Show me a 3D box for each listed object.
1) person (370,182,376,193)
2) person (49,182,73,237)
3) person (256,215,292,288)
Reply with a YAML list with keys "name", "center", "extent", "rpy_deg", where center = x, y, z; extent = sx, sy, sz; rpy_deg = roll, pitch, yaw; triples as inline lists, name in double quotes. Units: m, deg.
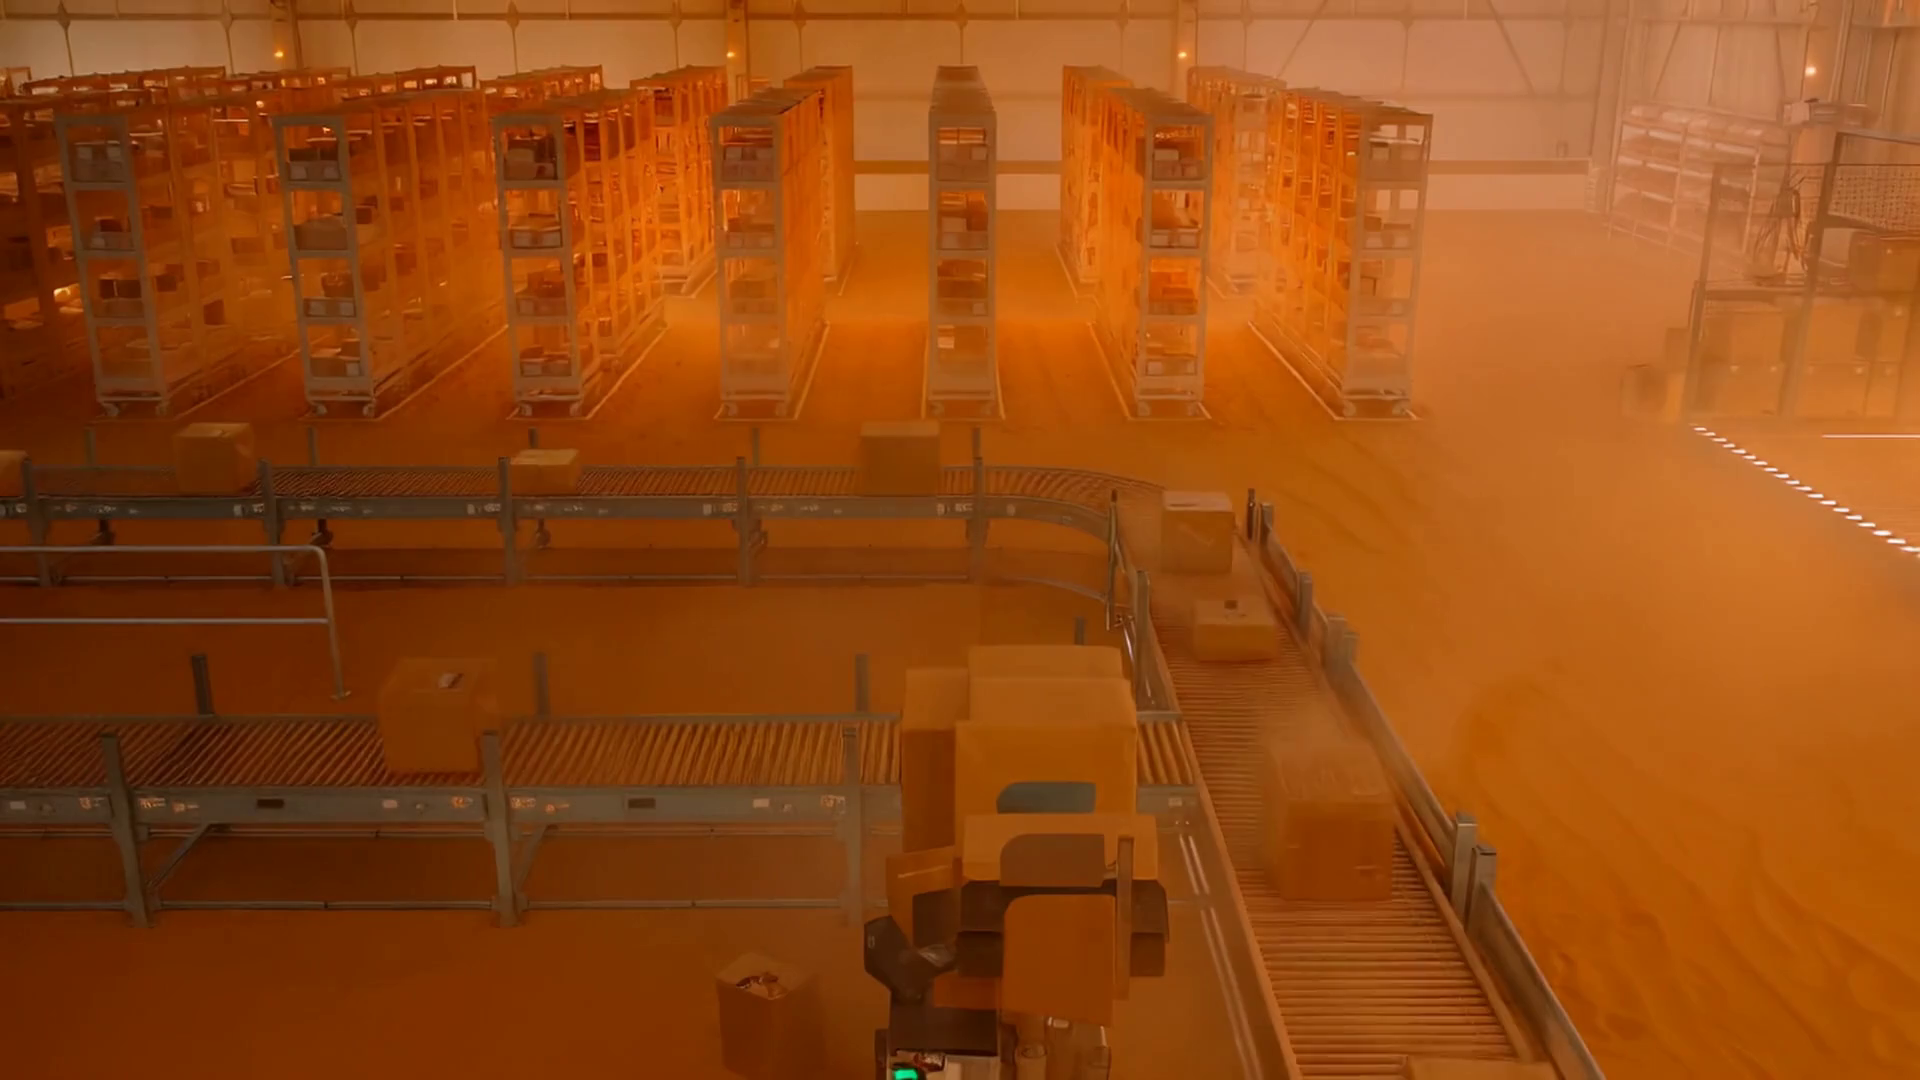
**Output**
- name: "person"
  center: [-12.533, -7.568, 36.044]
  extent: [0.566, 1.793, 0.609]
  rpy_deg: [-5, 19, -15]
- name: "person"
  center: [-16.210, -5.648, 30.121]
  extent: [0.618, 1.795, 0.855]
  rpy_deg: [-3, 18, -10]
- name: "person"
  center: [-10.651, -4.420, 26.028]
  extent: [0.396, 1.992, 0.623]
  rpy_deg: [13, 22, 35]
